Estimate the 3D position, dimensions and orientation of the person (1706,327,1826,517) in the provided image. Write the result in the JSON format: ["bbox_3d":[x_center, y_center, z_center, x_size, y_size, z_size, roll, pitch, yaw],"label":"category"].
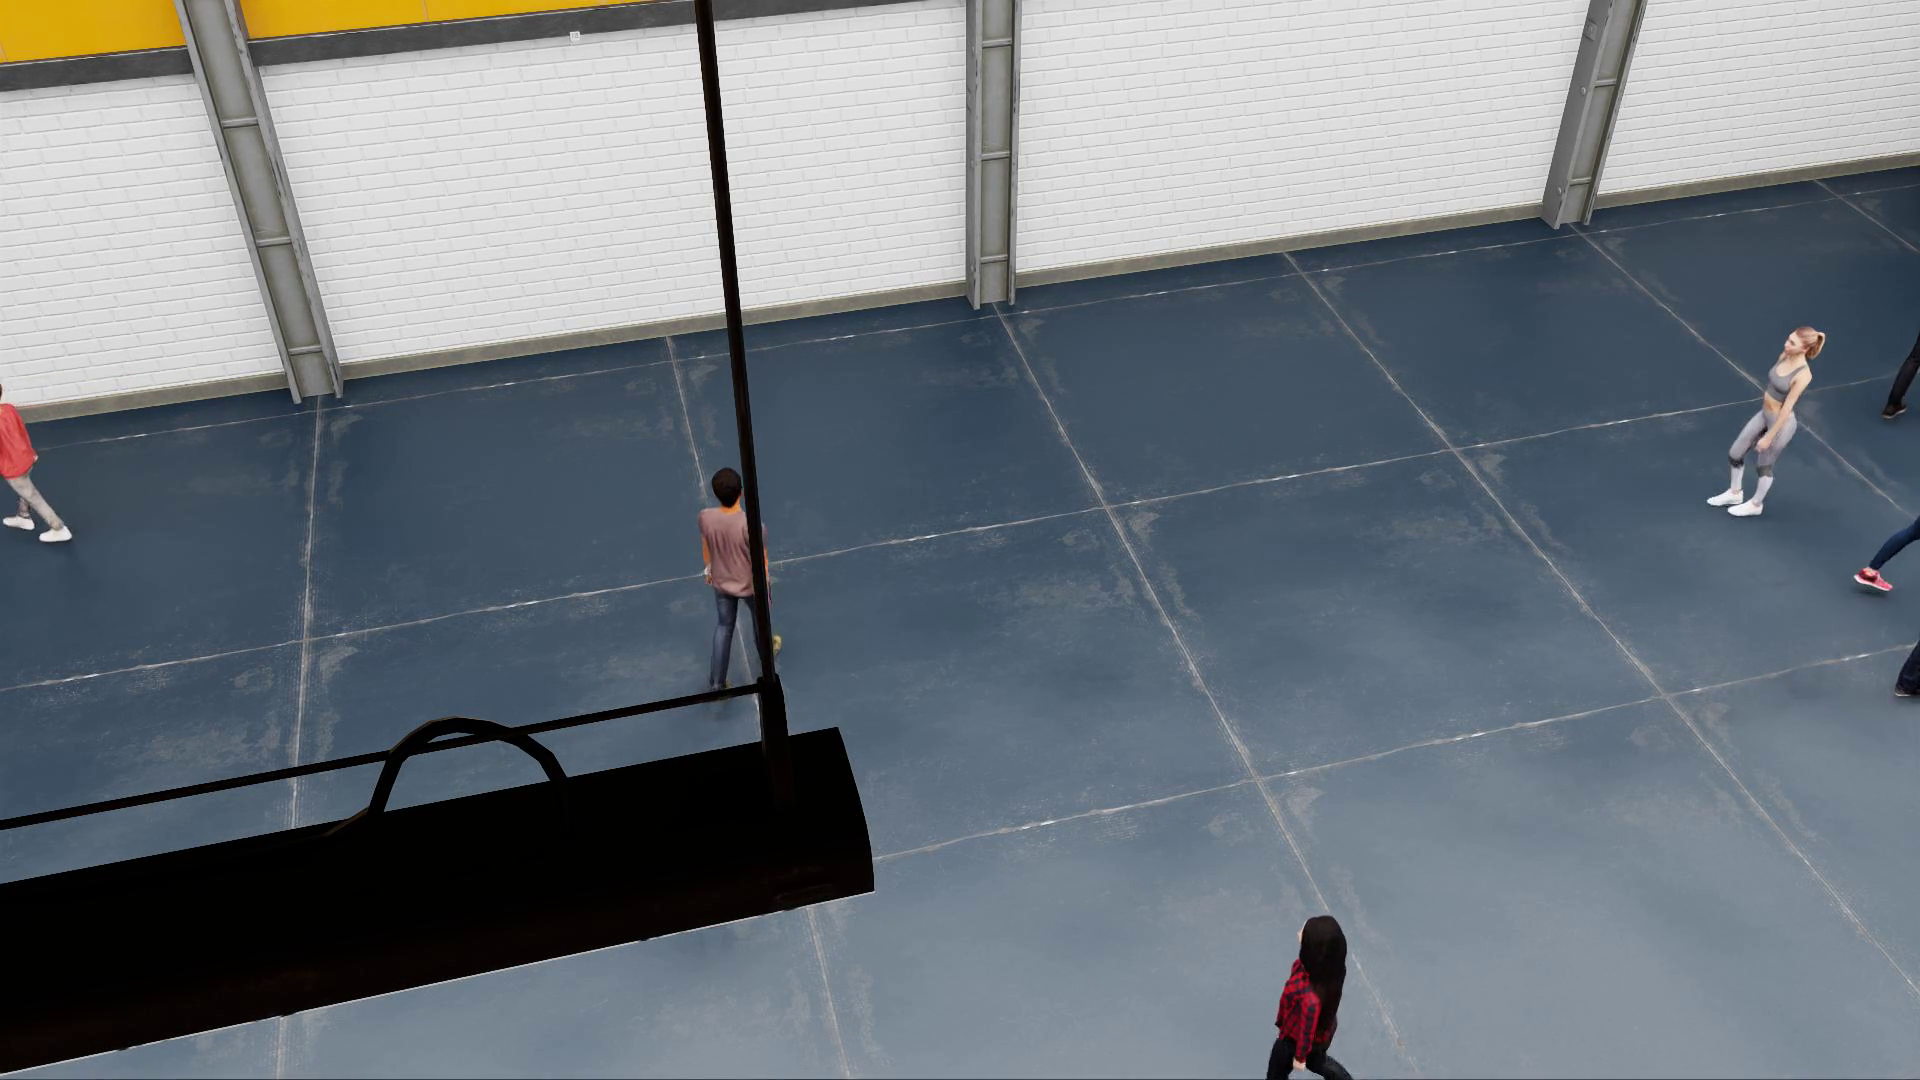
[{"bbox_3d":[6.153,-0.852,12.402,0.656,1.689,0.604,-3,39,-4],"label":"person"}]

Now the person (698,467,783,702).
[{"bbox_3d":[-1.493,0.319,10.889,1.092,1.749,1.043,10,40,12],"label":"person"}]

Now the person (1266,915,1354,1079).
[{"bbox_3d":[1.821,2.466,8.291,1.068,1.635,0.941,14,41,17],"label":"person"}]

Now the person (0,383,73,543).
[{"bbox_3d":[-6.904,-0.565,12.276,0.844,1.398,0.653,-1,39,-1],"label":"person"}]
